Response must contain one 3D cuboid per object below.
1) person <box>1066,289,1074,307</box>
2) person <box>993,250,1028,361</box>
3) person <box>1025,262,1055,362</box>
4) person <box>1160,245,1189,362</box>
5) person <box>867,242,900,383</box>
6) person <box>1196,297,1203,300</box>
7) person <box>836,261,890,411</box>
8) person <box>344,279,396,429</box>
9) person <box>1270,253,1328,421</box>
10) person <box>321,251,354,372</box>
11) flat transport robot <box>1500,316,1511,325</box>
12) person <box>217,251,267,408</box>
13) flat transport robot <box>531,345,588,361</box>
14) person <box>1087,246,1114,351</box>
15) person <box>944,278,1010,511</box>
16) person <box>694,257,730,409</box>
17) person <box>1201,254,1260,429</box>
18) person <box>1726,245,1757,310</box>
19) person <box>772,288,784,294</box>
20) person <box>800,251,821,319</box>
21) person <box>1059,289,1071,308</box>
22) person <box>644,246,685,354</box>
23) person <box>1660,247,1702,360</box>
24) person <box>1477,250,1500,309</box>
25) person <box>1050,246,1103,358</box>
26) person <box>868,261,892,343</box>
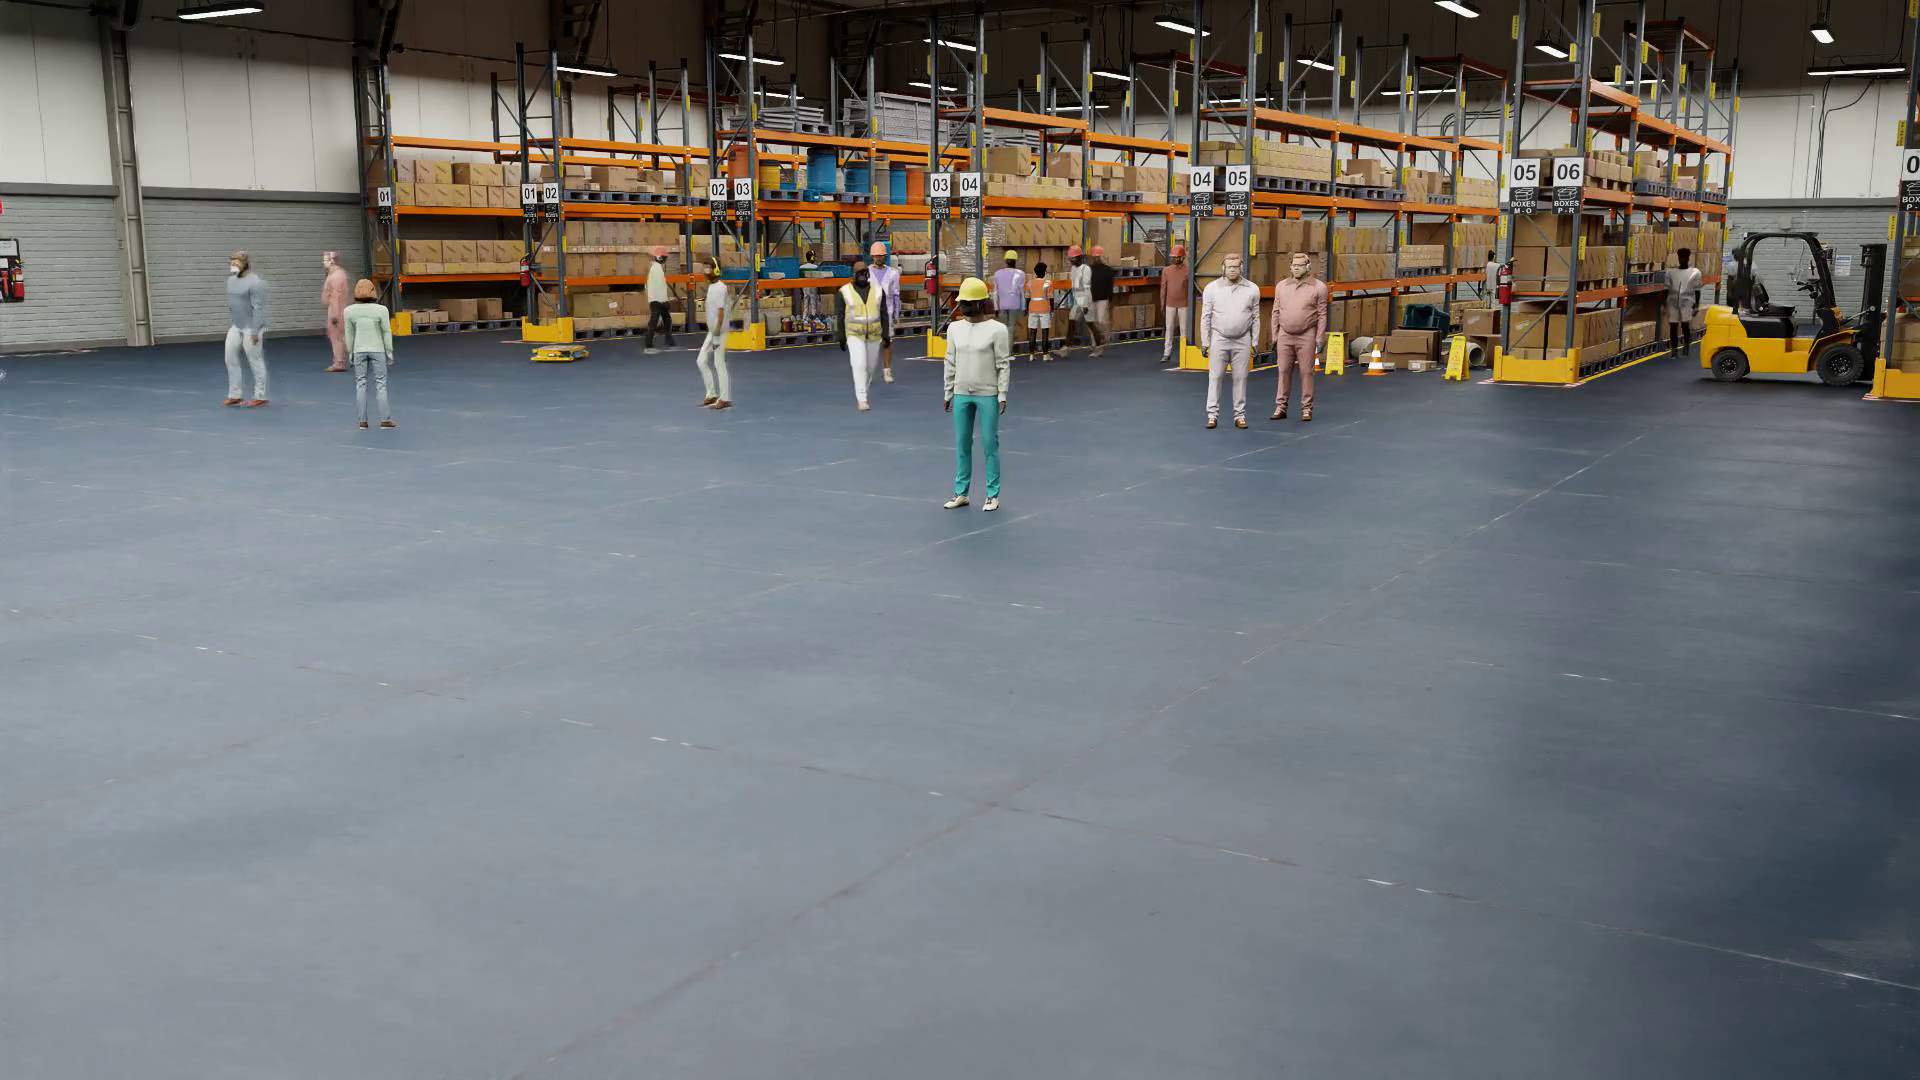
[{"bbox_3d":[2.787,-5.952,39.622,0.575,1.829,0.384,6,12,30],"label":"person"},{"bbox_3d":[0.880,-4.048,28.747,0.596,1.909,0.484,6,12,28],"label":"person"},{"bbox_3d":[1.376,-3.899,28.492,0.541,1.696,0.315,5,11,26],"label":"person"},{"bbox_3d":[3.700,-4.005,28.266,0.612,1.987,0.399,4,11,21],"label":"person"},{"bbox_3d":[-1.166,-3.276,24.034,0.615,2.040,0.391,-1,10,-8],"label":"person"},{"bbox_3d":[4.741,-4.777,32.814,0.545,1.913,0.777,5,11,27],"label":"person"},{"bbox_3d":[-1.206,-2.522,20.465,0.619,1.813,0.883,-3,11,-18],"label":"person"},{"bbox_3d":[-6.444,-2.026,18.167,0.498,1.636,0.286,-1,10,-4],"label":"person"},{"bbox_3d":[3.857,-2.313,19.024,0.638,1.909,0.408,5,11,26],"label":"person"},{"bbox_3d":[-9.789,-3.584,26.167,0.485,1.892,0.669,-3,10,-14],"label":"person"},{"bbox_3d":[13.296,-5.394,40.858,0.652,0.197,1.431,2,10,12],"label":"flat transport robot"},{"bbox_3d":[-8.805,-2.551,20.289,0.661,1.923,0.672,6,12,31],"label":"person"},{"bbox_3d":[-6.921,-3.237,28.776,0.652,0.197,1.431,0,10,1],"label":"flat transport robot"},{"bbox_3d":[2.564,-4.516,31.168,0.618,1.980,0.457,7,12,34],"label":"person"},{"bbox_3d":[0.112,-1.095,12.604,0.533,1.764,0.322,5,11,25],"label":"person"},{"bbox_3d":[-3.048,-2.500,20.200,0.535,1.854,0.571,-5,11,-26],"label":"person"},{"bbox_3d":[2.958,-2.163,18.182,0.651,1.906,0.403,0,10,2],"label":"person"},{"bbox_3d":[17.716,-5.715,37.699,0.717,2.000,0.981,-1,10,-7],"label":"person"},{"bbox_3d":[-4.566,-6.666,43.369,0.587,1.916,0.665,6,12,31],"label":"person"},{"bbox_3d":[-3.249,-5.348,36.144,0.520,1.865,0.332,5,11,27],"label":"person"},{"bbox_3d":[2.637,-6.096,40.388,0.627,1.847,0.429,8,13,37],"label":"person"},{"bbox_3d":[-5.425,-4.396,30.522,0.889,1.957,0.612,-2,10,-12],"label":"person"},{"bbox_3d":[12.506,-4.098,28.897,0.612,1.951,0.416,7,12,34],"label":"person"},{"bbox_3d":[12.494,-5.906,39.290,0.510,1.860,0.334,3,10,14],"label":"person"},{"bbox_3d":[2.093,-4.170,29.229,1.050,1.967,0.693,-5,11,-26],"label":"person"},{"bbox_3d":[-1.647,-5.000,34.019,0.594,1.922,0.375,7,12,34],"label":"person"}]
